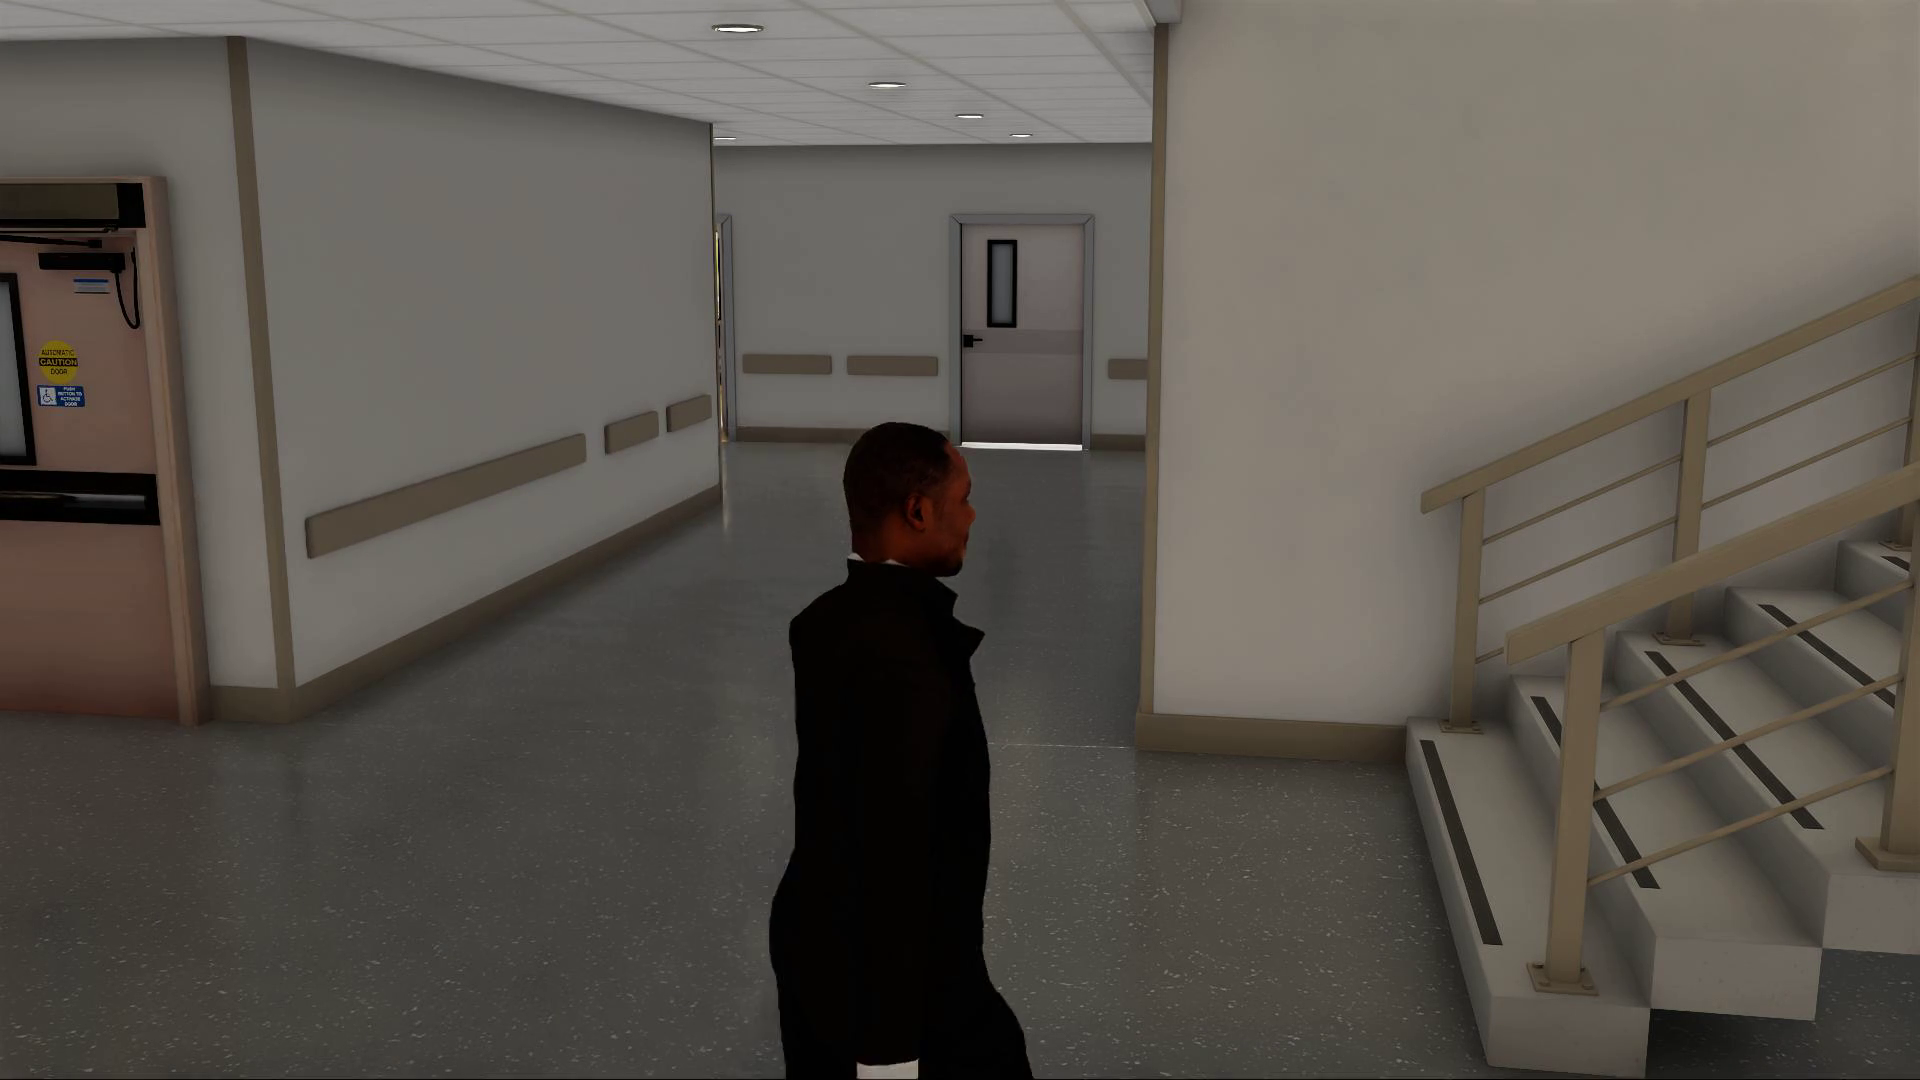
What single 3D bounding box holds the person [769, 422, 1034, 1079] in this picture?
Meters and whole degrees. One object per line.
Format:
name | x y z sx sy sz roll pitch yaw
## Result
person | -0.219 0.760 2.778 1.020 1.890 0.947 -4 12 -22
